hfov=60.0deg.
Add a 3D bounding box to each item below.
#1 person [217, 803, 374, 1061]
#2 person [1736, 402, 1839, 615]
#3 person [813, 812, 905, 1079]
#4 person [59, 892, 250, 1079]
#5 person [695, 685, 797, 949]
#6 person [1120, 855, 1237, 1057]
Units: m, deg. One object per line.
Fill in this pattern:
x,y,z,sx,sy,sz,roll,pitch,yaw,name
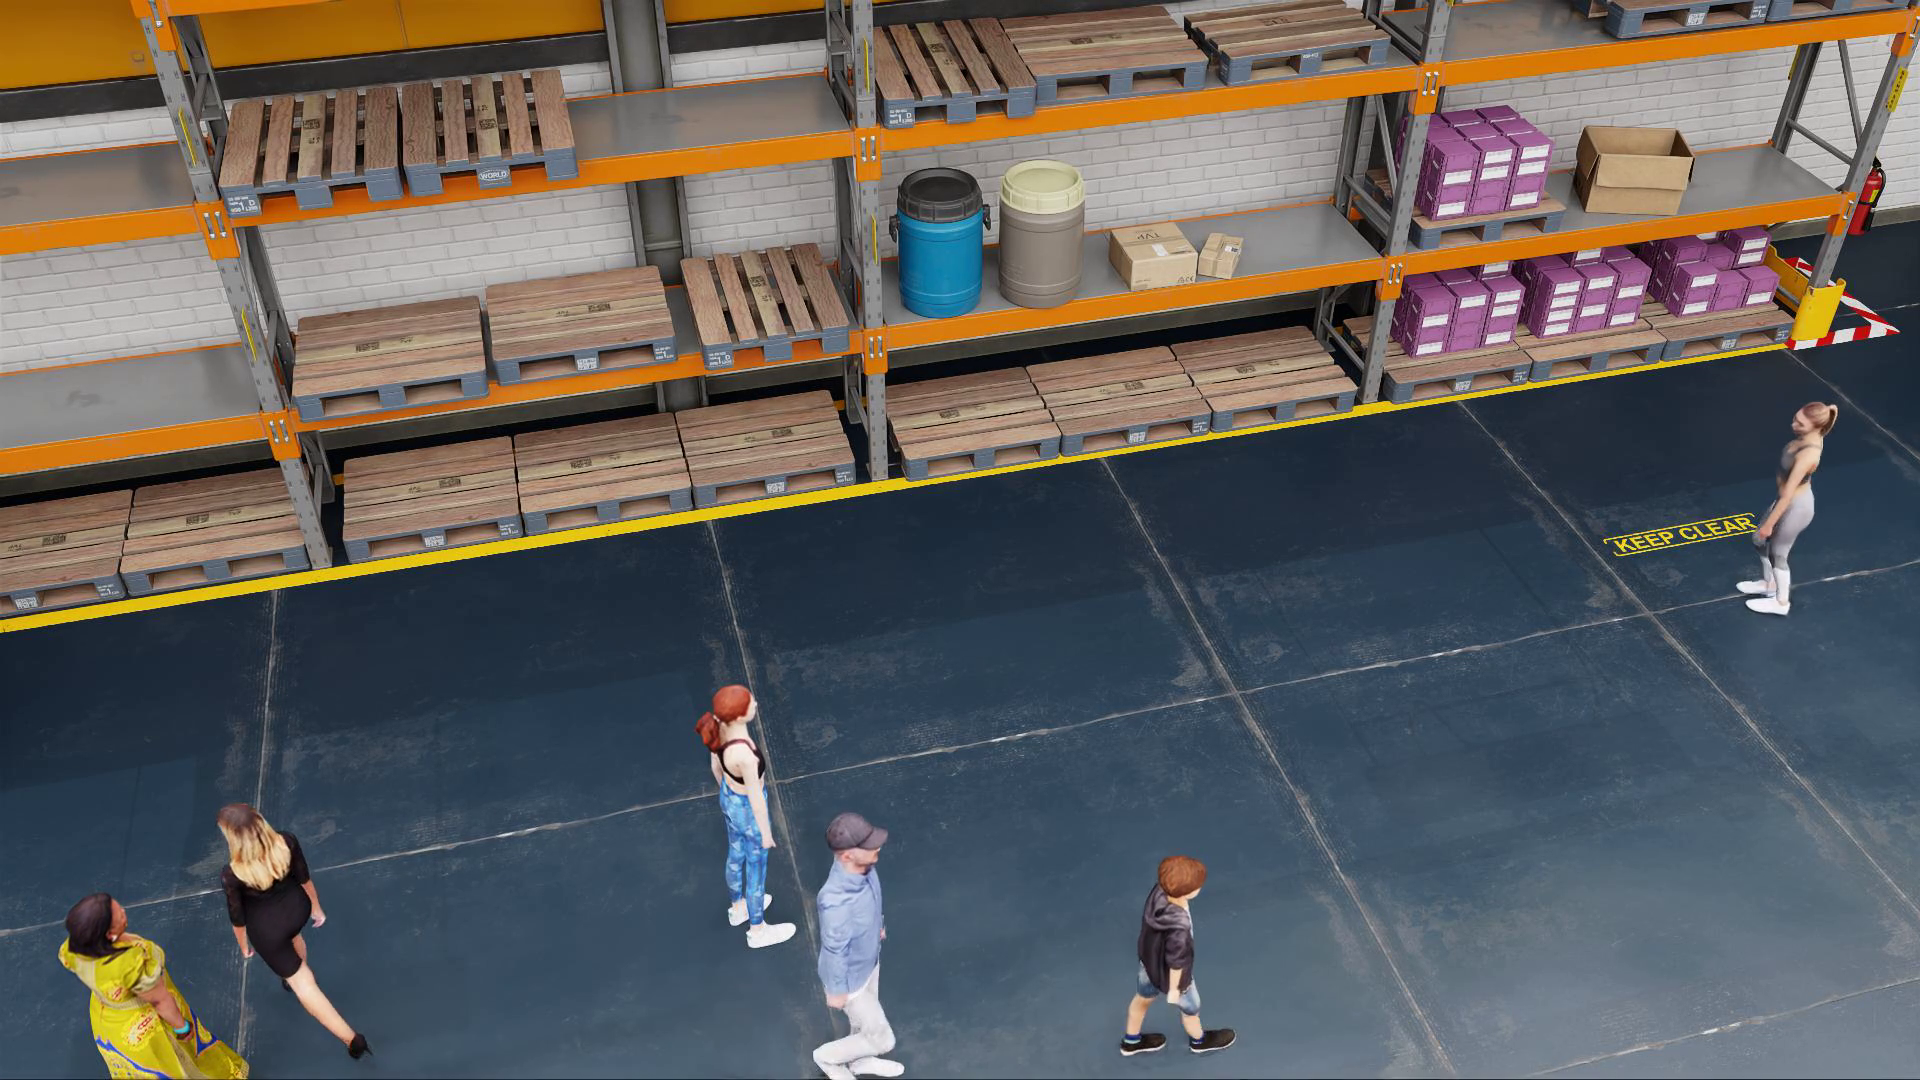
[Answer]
-3.261,1.946,8.130,1.044,1.635,1.046,24,44,27,person
5.437,-0.182,10.765,0.792,1.672,0.735,22,44,25,person
-0.578,1.977,7.897,0.839,1.877,0.811,8,39,10,person
-3.810,2.235,7.757,0.968,1.660,1.059,14,41,17,person
-1.120,1.426,8.670,0.655,1.784,0.644,-24,44,-27,person
0.952,2.076,8.130,0.783,1.430,0.536,-10,40,-12,person
